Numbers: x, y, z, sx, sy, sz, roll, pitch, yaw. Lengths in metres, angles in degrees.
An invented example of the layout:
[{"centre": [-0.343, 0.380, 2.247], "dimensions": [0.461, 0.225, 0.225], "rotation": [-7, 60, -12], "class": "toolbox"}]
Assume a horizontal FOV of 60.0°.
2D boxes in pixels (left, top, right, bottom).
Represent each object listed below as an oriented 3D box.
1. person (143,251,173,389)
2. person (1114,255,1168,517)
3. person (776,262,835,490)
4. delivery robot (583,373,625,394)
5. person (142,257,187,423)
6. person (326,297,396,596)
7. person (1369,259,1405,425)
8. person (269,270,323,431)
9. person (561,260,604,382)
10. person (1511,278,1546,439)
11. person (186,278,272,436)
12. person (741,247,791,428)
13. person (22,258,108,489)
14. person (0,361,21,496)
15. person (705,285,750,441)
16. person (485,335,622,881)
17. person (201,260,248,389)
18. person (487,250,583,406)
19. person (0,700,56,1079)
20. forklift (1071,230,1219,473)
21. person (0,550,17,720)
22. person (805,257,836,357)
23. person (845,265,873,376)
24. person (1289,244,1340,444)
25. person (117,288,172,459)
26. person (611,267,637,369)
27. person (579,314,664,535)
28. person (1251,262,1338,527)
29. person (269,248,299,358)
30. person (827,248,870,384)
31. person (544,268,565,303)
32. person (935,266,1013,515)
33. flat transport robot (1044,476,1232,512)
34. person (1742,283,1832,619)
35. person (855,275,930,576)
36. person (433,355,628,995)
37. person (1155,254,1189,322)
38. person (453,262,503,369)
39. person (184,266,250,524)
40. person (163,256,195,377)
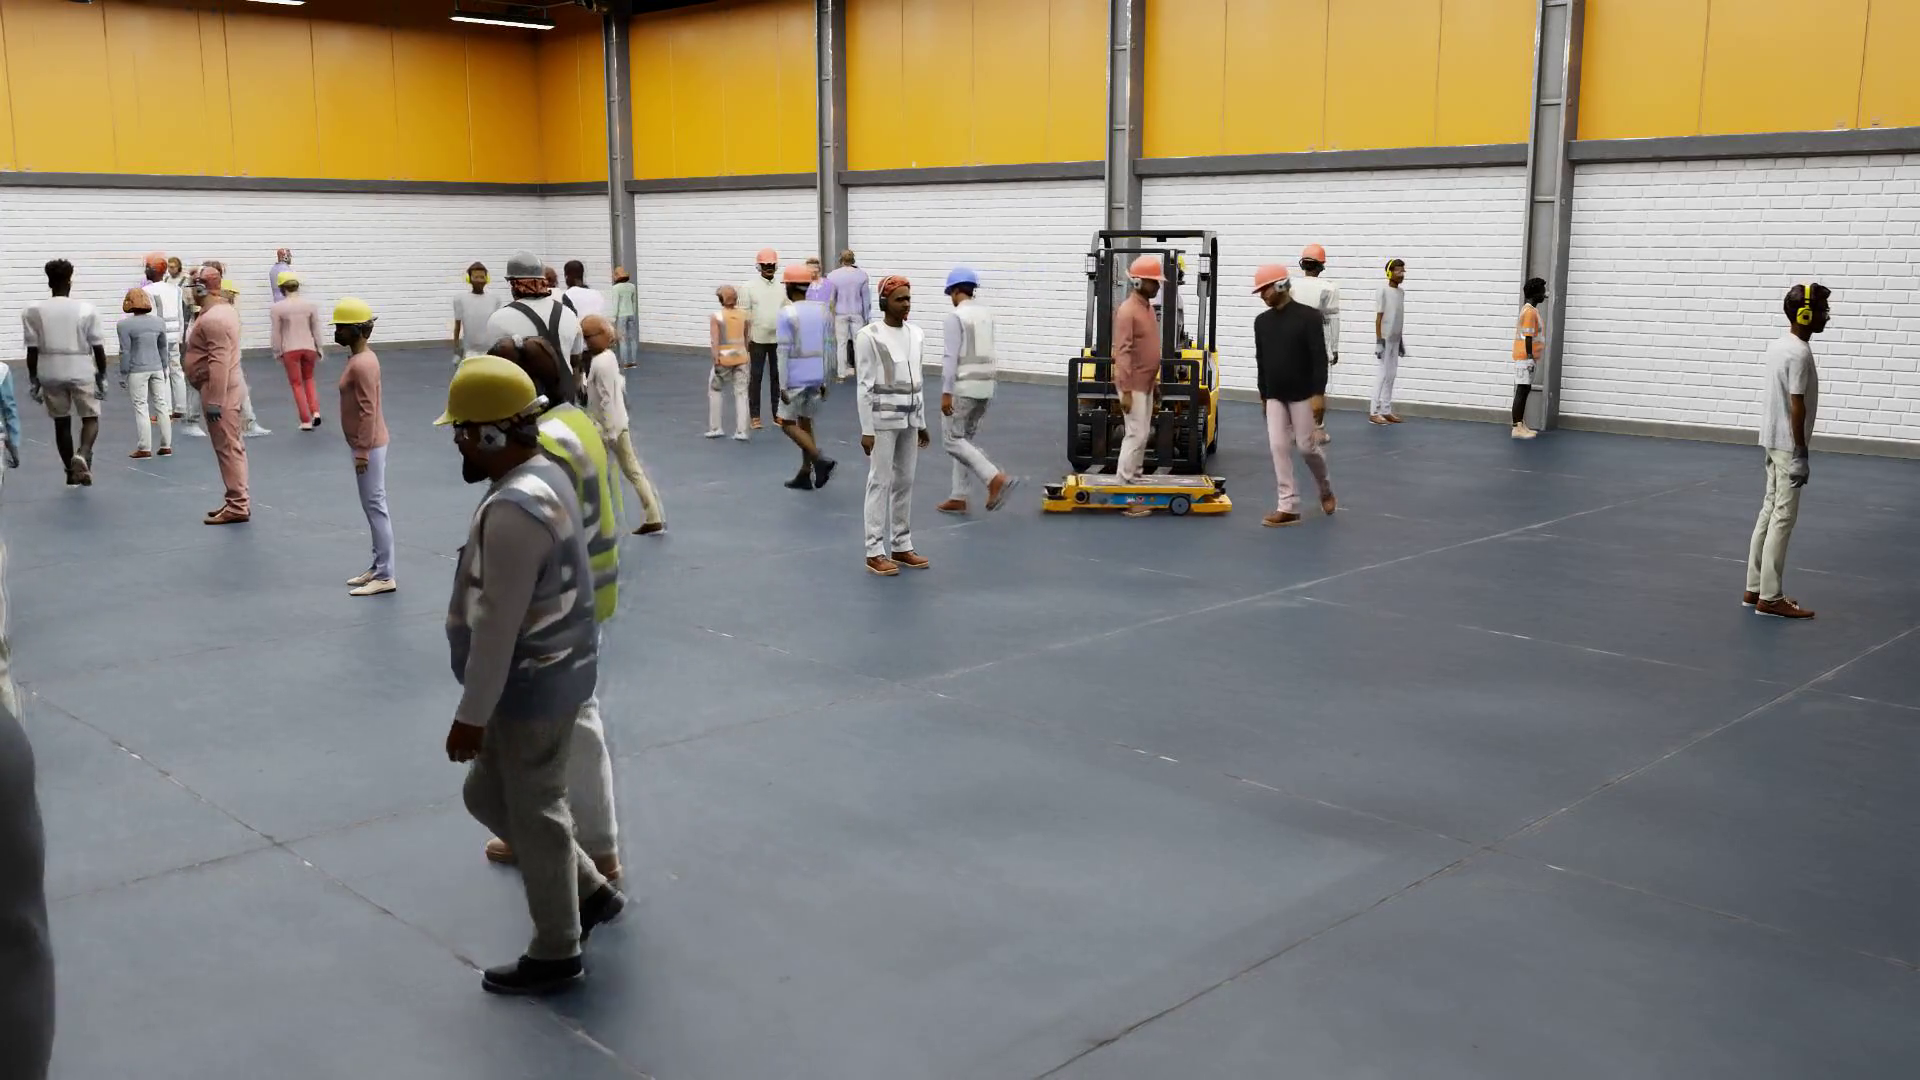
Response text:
[{"centre": [-11.091, -3.051, 23.153], "dimensions": [0.645, 1.909, 0.538], "rotation": [-4, 11, -20], "class": "person"}, {"centre": [1.388, -1.180, 12.755], "dimensions": [0.420, 1.978, 0.634], "rotation": [5, 11, 24], "class": "person"}, {"centre": [-1.264, -1.332, 13.763], "dimensions": [0.621, 1.923, 0.550], "rotation": [10, 14, 43], "class": "person"}, {"centre": [-4.419, -1.962, 20.639], "dimensions": [0.477, 0.478, 0.707], "rotation": [-6, 12, -30], "class": "delivery robot"}, {"centre": [-9.089, -2.273, 18.966], "dimensions": [0.350, 1.884, 0.583], "rotation": [3, 11, 16], "class": "person"}, {"centre": [-3.569, -0.556, 9.930], "dimensions": [0.311, 1.768, 0.532], "rotation": [-4, 11, -20], "class": "person"}, {"centre": [4.878, -2.244, 18.850], "dimensions": [0.533, 1.868, 0.310], "rotation": [-10, 14, -43], "class": "person"}, {"centre": [-7.258, -2.063, 18.181], "dimensions": [0.426, 1.744, 0.537], "rotation": [10, 14, 44], "class": "person"}, {"centre": [-3.943, -1.932, 17.109], "dimensions": [0.831, 1.874, 0.614], "rotation": [6, 12, 28], "class": "person"}, {"centre": [5.990, -1.913, 17.533], "dimensions": [0.320, 1.694, 0.531], "rotation": [4, 11, 22], "class": "person"}, {"centre": [-7.843, -1.928, 17.644], "dimensions": [0.948, 1.684, 0.503], "rotation": [3, 11, 14], "class": "person"}, {"centre": [-2.135, -2.239, 18.480], "dimensions": [0.608, 1.995, 0.377], "rotation": [-5, 12, -27], "class": "person"}, {"centre": [-7.442, -1.366, 13.858], "dimensions": [0.608, 1.950, 0.662], "rotation": [-4, 11, -19], "class": "person"}, {"centre": [-6.069, -0.550, 10.241], "dimensions": [0.527, 1.622, 0.473], "rotation": [-8, 13, -38], "class": "person"}, {"centre": [-2.440, -1.849, 17.389], "dimensions": [0.521, 1.618, 0.642], "rotation": [-8, 13, -37], "class": "person"}, {"centre": [-1.406, 0.248, 5.411], "dimensions": [0.616, 1.812, 0.628], "rotation": [-1, 10, -8], "class": "person"}, {"centre": [-9.317, -2.605, 20.936], "dimensions": [0.439, 1.827, 0.648], "rotation": [-3, 11, -18], "class": "person"}, {"centre": [-2.850, -0.892, 11.006], "dimensions": [0.536, 2.000, 0.683], "rotation": [9, 14, 40], "class": "person"}, {"centre": [-1.452, 0.778, 2.181], "dimensions": [0.635, 1.936, 0.355], "rotation": [4, 11, 22], "class": "person"}, {"centre": [1.804, -1.825, 15.677], "dimensions": [1.214, 2.155, 2.313], "rotation": [2, 11, 13], "class": "forklift"}, {"centre": [-2.291, 0.554, 3.432], "dimensions": [0.654, 1.925, 0.429], "rotation": [-2, 11, -13], "class": "person"}, {"centre": [-2.022, -3.005, 23.107], "dimensions": [0.587, 1.826, 0.533], "rotation": [-3, 11, -16], "class": "person"}, {"centre": [-1.521, -3.312, 25.183], "dimensions": [0.645, 1.677, 0.461], "rotation": [-6, 12, -29], "class": "person"}, {"centre": [3.590, -2.005, 17.072], "dimensions": [0.614, 2.042, 0.373], "rotation": [5, 11, 24], "class": "person"}, {"centre": [-7.815, -1.592, 15.936], "dimensions": [0.286, 1.633, 0.499], "rotation": [6, 12, 28], "class": "person"}, {"centre": [-5.398, -3.566, 26.699], "dimensions": [0.279, 1.633, 0.498], "rotation": [7, 12, 33], "class": "person"}, {"centre": [-2.497, -0.786, 11.679], "dimensions": [0.840, 1.586, 0.586], "rotation": [0, 10, -2], "class": "person"}, {"centre": [2.512, -1.085, 12.357], "dimensions": [0.763, 1.940, 0.674], "rotation": [-10, 14, -43], "class": "person"}, {"centre": [-11.693, -4.111, 28.929], "dimensions": [0.649, 1.907, 0.409], "rotation": [8, 13, 39], "class": "person"}, {"centre": [-1.612, -3.220, 23.983], "dimensions": [0.627, 1.941, 0.372], "rotation": [-2, 11, -10], "class": "person"}, {"centre": [-4.476, -2.084, 18.237], "dimensions": [0.633, 1.784, 0.987], "rotation": [-4, 11, -19], "class": "person"}, {"centre": [0.113, -1.115, 12.623], "dimensions": [0.703, 1.899, 0.666], "rotation": [6, 12, 31], "class": "person"}, {"centre": [1.378, -0.371, 12.994], "dimensions": [1.431, 0.197, 0.652], "rotation": [1, 10, 3], "class": "flat transport robot"}, {"centre": [4.668, -0.502, 9.351], "dimensions": [0.311, 1.869, 0.534], "rotation": [2, 11, 11], "class": "person"}, {"centre": [-0.415, -0.727, 10.535], "dimensions": [0.343, 1.882, 0.585], "rotation": [9, 14, 40], "class": "person"}, {"centre": [-1.216, 0.394, 4.618], "dimensions": [0.421, 1.812, 0.586], "rotation": [-2, 11, -11], "class": "person"}, {"centre": [2.345, -2.196, 18.428], "dimensions": [0.374, 1.924, 0.595], "rotation": [-1, 10, -5], "class": "person"}, {"centre": [-4.945, -1.931, 17.163], "dimensions": [0.549, 1.859, 0.386], "rotation": [-5, 12, -25], "class": "person"}, {"centre": [-5.528, -1.071, 12.359], "dimensions": [0.400, 1.905, 0.644], "rotation": [-3, 11, -16], "class": "person"}, {"centre": [-11.786, -3.384, 25.220], "dimensions": [0.522, 1.820, 0.791], "rotation": [3, 11, 17], "class": "person"}]
